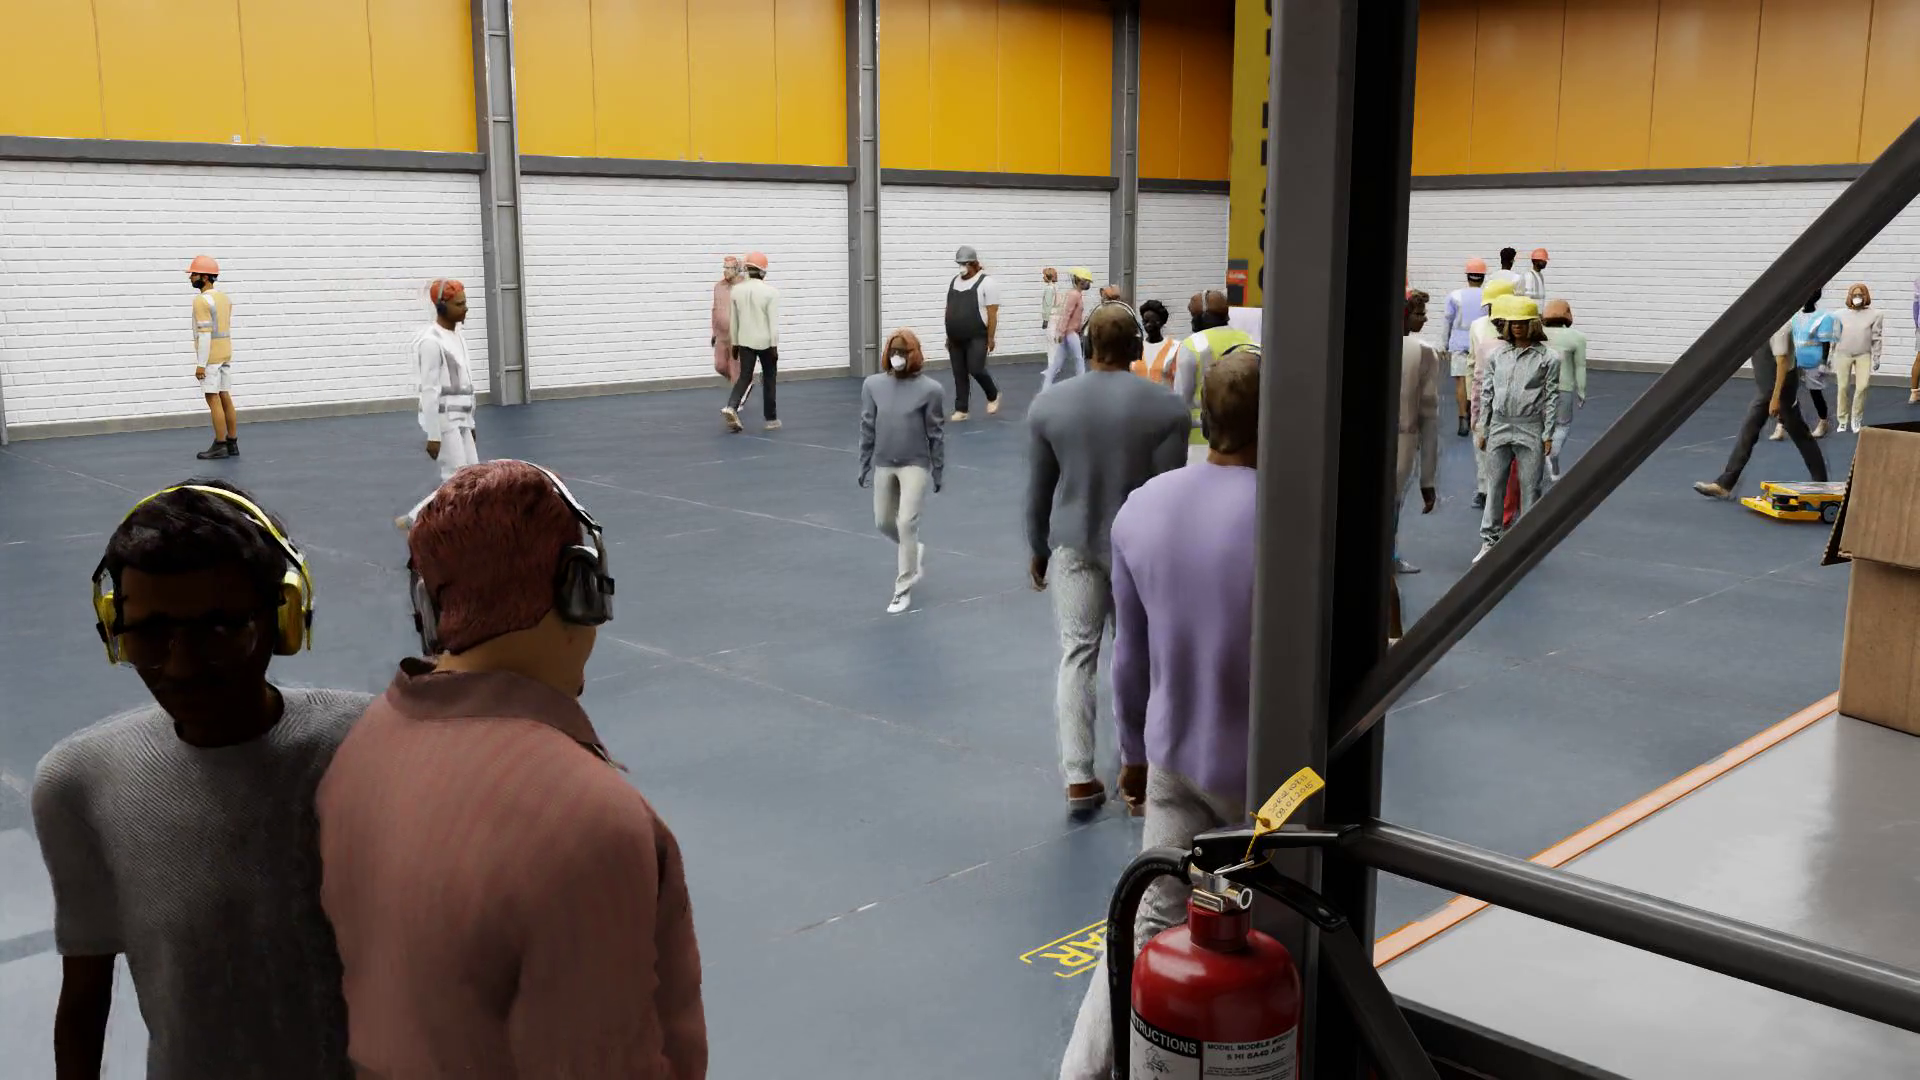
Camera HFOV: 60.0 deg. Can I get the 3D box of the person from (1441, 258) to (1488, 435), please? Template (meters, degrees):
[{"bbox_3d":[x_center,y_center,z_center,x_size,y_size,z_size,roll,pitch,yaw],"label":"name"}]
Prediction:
[{"bbox_3d":[5.495,-2.083,17.930,0.563,1.895,0.989,2,11,11],"label":"person"}]

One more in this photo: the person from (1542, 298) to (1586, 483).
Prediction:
[{"bbox_3d":[5.057,-1.259,14.207,0.512,1.605,0.643,6,12,31],"label":"person"}]

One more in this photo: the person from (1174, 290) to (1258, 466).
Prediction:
[{"bbox_3d":[1.626,-0.604,10.107,0.652,1.812,0.735,-5,12,-27],"label":"person"}]

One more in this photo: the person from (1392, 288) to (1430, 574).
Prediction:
[{"bbox_3d":[2.561,-0.676,10.483,0.686,1.814,0.628,1,10,8],"label":"person"}]

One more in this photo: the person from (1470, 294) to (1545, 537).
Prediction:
[{"bbox_3d":[3.955,-0.900,11.907,0.537,1.729,0.806,10,14,43],"label":"person"}]

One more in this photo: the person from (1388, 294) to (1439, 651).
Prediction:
[{"bbox_3d":[1.999,-0.361,8.250,0.630,1.984,1.031,-4,11,-21],"label":"person"}]

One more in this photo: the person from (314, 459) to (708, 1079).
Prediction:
[{"bbox_3d":[-0.460,0.839,2.045,0.648,1.875,0.683,-10,14,-43],"label":"person"}]

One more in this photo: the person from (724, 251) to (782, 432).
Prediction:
[{"bbox_3d":[-2.264,-2.160,18.140,0.622,1.968,0.895,4,11,22],"label":"person"}]

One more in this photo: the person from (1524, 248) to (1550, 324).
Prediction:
[{"bbox_3d":[8.884,-3.532,25.688,0.366,1.938,0.547,8,13,39],"label":"person"}]

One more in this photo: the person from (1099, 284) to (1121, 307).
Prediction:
[{"bbox_3d":[1.589,-1.846,17.322,0.476,1.624,0.534,-3,11,-14],"label":"person"}]

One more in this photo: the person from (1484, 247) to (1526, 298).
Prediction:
[{"bbox_3d":[7.705,-3.157,23.562,0.607,1.966,0.367,7,12,33],"label":"person"}]

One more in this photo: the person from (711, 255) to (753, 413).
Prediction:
[{"bbox_3d":[-2.710,-2.487,20.108,0.670,1.890,0.578,7,13,35],"label":"person"}]

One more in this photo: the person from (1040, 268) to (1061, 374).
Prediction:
[{"bbox_3d":[1.407,-3.371,25.640,0.312,1.635,0.517,2,11,12],"label":"person"}]

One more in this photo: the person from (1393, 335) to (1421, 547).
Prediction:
[{"bbox_3d":[2.841,-0.787,11.169,0.608,1.789,0.918,2,11,12],"label":"person"}]

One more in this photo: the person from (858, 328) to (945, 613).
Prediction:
[{"bbox_3d":[-0.316,-0.429,9.638,0.506,1.615,0.675,4,11,21],"label":"person"}]

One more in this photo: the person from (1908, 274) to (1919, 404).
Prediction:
[{"bbox_3d":[12.274,-2.714,20.937,0.374,2.044,0.605,-2,11,-13],"label":"person"}]

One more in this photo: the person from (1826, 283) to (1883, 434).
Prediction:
[{"bbox_3d":[9.617,-1.945,17.909,0.520,1.613,0.565,6,12,28],"label":"person"}]

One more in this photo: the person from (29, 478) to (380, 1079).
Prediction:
[{"bbox_3d":[-0.884,0.819,2.227,0.586,1.841,0.428,-3,11,-15],"label":"person"}]

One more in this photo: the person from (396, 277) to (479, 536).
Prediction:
[{"bbox_3d":[-3.324,-0.733,10.603,0.554,1.870,0.591,0,10,1],"label":"person"}]

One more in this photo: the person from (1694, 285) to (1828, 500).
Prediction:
[{"bbox_3d":[6.523,-1.165,13.269,1.041,1.779,0.570,0,10,-1],"label":"person"}]

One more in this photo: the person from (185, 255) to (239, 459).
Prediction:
[{"bbox_3d":[-7.158,-1.741,15.904,0.340,1.941,0.551,0,10,1],"label":"person"}]

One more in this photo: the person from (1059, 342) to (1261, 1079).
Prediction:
[{"bbox_3d":[0.544,0.521,3.700,0.635,1.914,0.911,10,15,44],"label":"person"}]

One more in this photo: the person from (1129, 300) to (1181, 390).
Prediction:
[{"bbox_3d":[1.492,-0.992,12.604,0.532,1.661,0.825,4,11,23],"label":"person"}]

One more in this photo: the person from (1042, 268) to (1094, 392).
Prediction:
[{"bbox_3d":[1.481,-2.676,21.652,0.915,1.689,0.533,1,10,3],"label":"person"}]

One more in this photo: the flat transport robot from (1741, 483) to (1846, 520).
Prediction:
[{"bbox_3d":[6.783,-0.298,12.597,1.431,0.197,0.652,0,10,2],"label":"flat transport robot"}]

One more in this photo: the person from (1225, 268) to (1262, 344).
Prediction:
[{"bbox_3d":[2.381,-1.375,14.061,0.599,1.899,0.602,-4,11,-21],"label":"person"}]

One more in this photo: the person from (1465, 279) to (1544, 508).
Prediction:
[{"bbox_3d":[4.273,-1.129,13.003,0.709,1.788,0.702,6,12,31],"label":"person"}]

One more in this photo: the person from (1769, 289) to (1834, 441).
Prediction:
[{"bbox_3d":[8.847,-1.863,17.346,0.851,1.660,0.539,-7,12,-33],"label":"person"}]

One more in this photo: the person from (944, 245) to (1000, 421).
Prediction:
[{"bbox_3d":[0.105,-2.386,19.156,0.689,2.000,0.638,7,13,34],"label":"person"}]

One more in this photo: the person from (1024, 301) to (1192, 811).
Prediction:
[{"bbox_3d":[0.561,0.032,6.394,0.647,1.886,1.049,2,11,13],"label":"person"}]

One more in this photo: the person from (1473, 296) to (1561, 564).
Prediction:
[{"bbox_3d":[3.582,-0.687,10.706,0.487,1.744,0.297,6,12,29],"label":"person"}]
